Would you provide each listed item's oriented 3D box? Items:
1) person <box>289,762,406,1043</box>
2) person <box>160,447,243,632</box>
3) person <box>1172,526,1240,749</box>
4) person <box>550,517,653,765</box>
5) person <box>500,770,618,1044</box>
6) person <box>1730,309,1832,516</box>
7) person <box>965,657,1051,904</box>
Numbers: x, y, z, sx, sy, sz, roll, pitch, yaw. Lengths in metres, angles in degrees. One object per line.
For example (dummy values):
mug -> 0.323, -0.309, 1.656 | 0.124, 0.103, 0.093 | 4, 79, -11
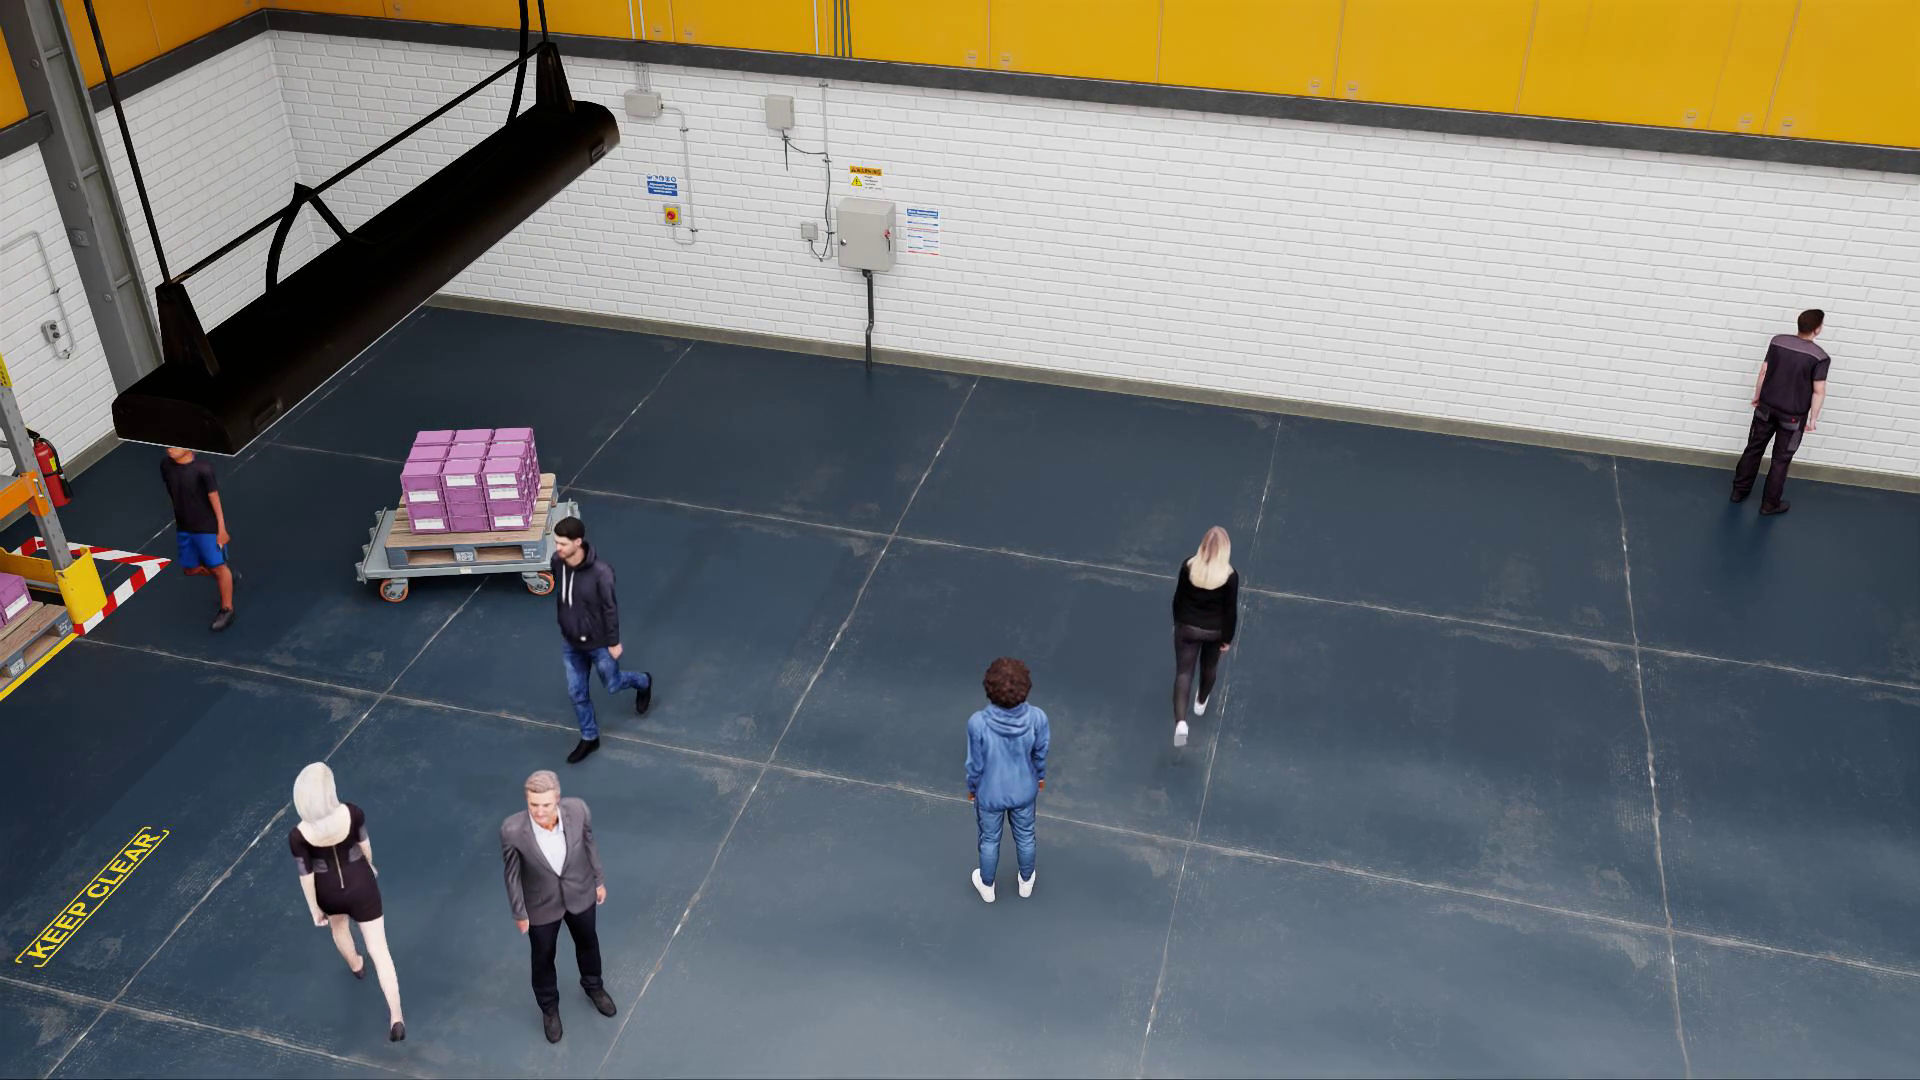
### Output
person -> -3.376, 2.038, 9.274 | 1.124, 1.788, 1.168 | -18, 38, -25
person -> -5.710, -0.174, 12.603 | 0.599, 1.787, 0.742 | 8, 35, 12
person -> 1.643, 0.679, 11.432 | 0.612, 1.663, 1.030 | 9, 35, 13
person -> -2.455, 0.614, 11.346 | 0.844, 1.865, 1.171 | 17, 37, 23
person -> -2.245, 1.994, 9.295 | 0.786, 1.837, 0.852 | -19, 38, -26
person -> 6.893, -1.093, 13.932 | 0.834, 1.845, 0.806 | -22, 39, -29
person -> 0.280, 1.468, 10.111 | 0.757, 1.811, 0.725 | -5, 34, -7
